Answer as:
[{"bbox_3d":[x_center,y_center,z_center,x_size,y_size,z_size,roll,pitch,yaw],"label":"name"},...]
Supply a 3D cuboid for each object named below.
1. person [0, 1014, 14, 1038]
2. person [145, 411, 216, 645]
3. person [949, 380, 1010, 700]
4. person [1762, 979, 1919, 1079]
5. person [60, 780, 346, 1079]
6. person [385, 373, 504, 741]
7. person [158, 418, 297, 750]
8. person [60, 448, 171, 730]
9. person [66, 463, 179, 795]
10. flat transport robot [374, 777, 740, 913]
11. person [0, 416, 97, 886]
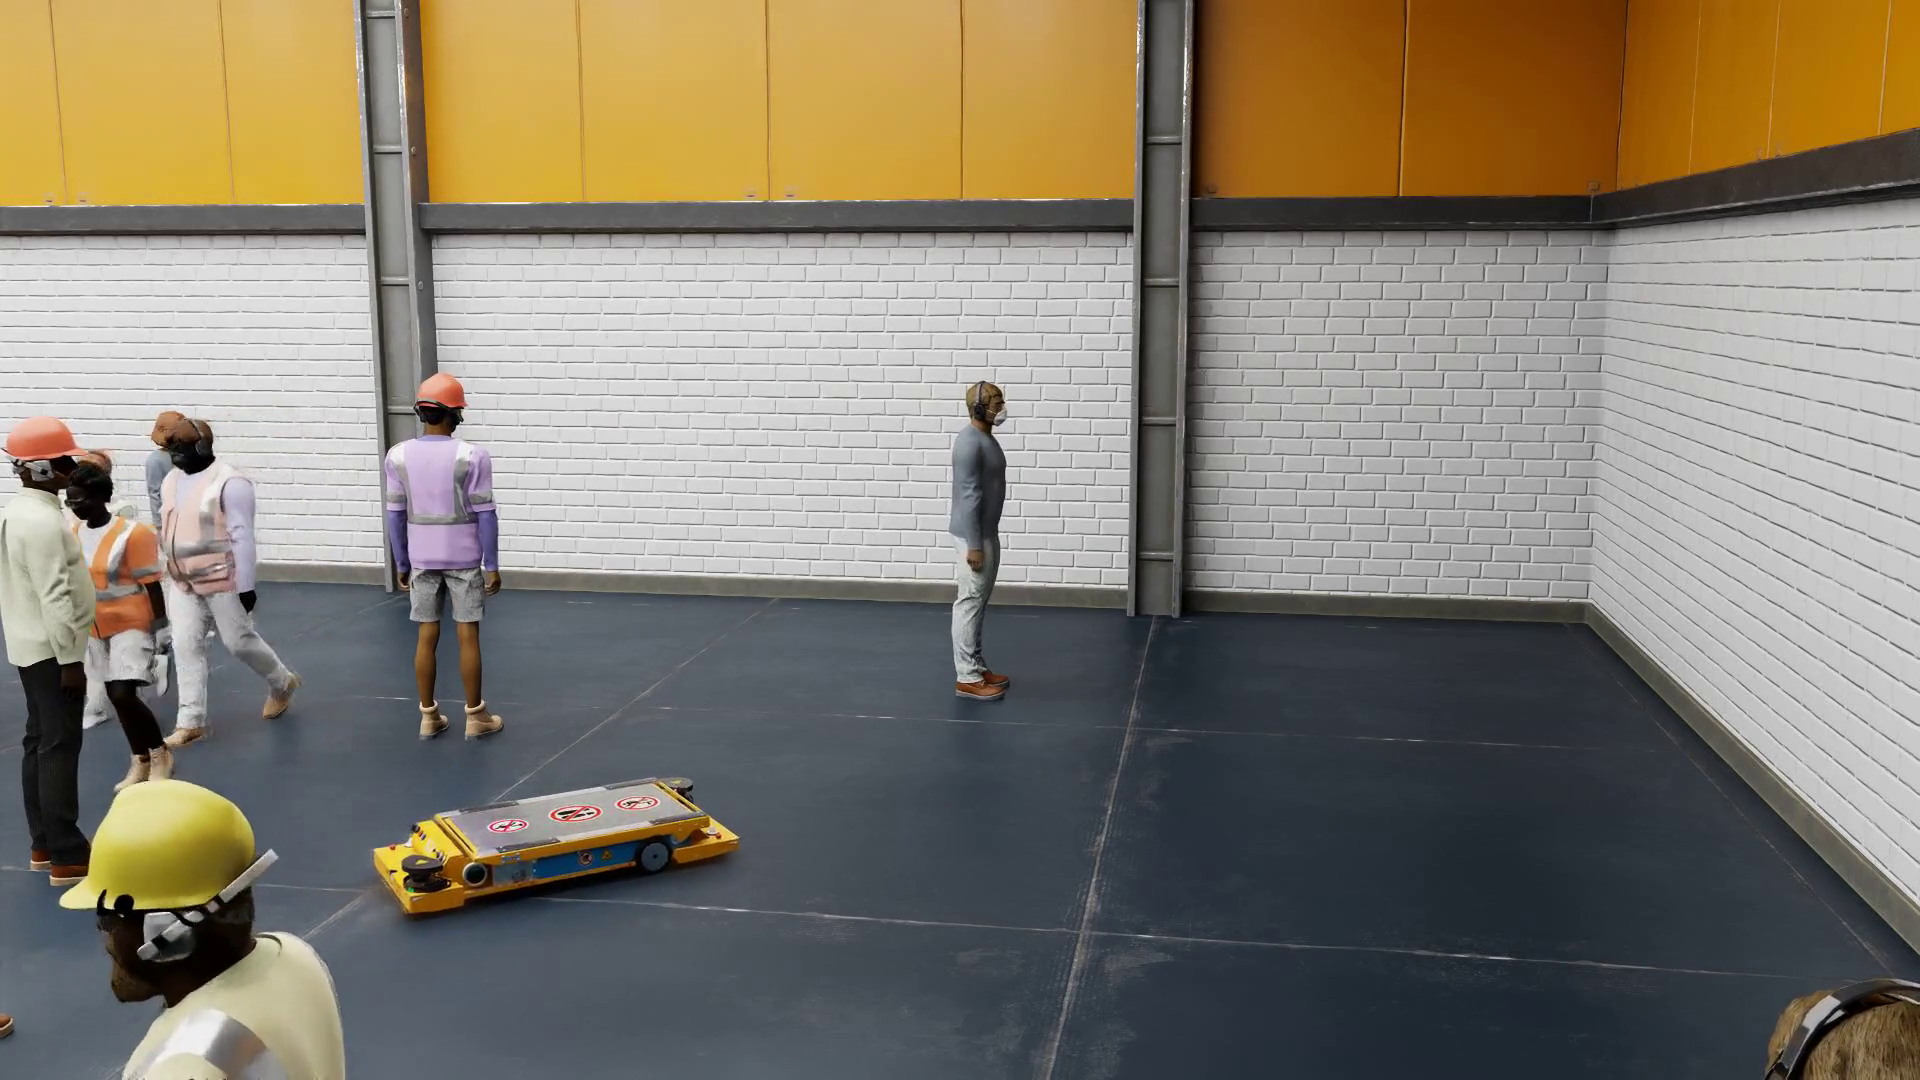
[{"bbox_3d":[-3.360,0.752,5.352,0.377,1.994,0.620,-3,10,-18],"label":"person"},{"bbox_3d":[-5.466,-0.086,11.631,0.278,1.633,0.507,1,9,6],"label":"person"},{"bbox_3d":[0.124,-0.007,10.204,0.371,1.940,0.627,2,9,11],"label":"person"},{"bbox_3d":[0.868,1.370,1.712,0.630,1.940,0.373,-2,9,-13],"label":"person"},{"bbox_3d":[-1.175,1.271,2.687,0.407,1.823,0.611,-1,9,-6],"label":"person"},{"bbox_3d":[-2.838,0.101,9.219,0.613,2.043,0.374,1,9,5],"label":"person"},{"bbox_3d":[-4.134,0.207,9.309,0.642,1.815,0.857,4,10,24],"label":"person"},{"bbox_3d":[-4.904,0.255,9.629,0.514,1.607,0.700,4,10,25],"label":"person"},{"bbox_3d":[-4.168,0.445,8.205,0.559,1.673,0.387,3,10,19],"label":"person"},{"bbox_3d":[-1.753,1.302,7.263,1.431,0.197,0.652,-6,11,-31],"label":"flat transport robot"},{"bbox_3d":[-3.864,0.467,7.105,0.378,1.996,0.611,-8,12,-40],"label":"person"}]
